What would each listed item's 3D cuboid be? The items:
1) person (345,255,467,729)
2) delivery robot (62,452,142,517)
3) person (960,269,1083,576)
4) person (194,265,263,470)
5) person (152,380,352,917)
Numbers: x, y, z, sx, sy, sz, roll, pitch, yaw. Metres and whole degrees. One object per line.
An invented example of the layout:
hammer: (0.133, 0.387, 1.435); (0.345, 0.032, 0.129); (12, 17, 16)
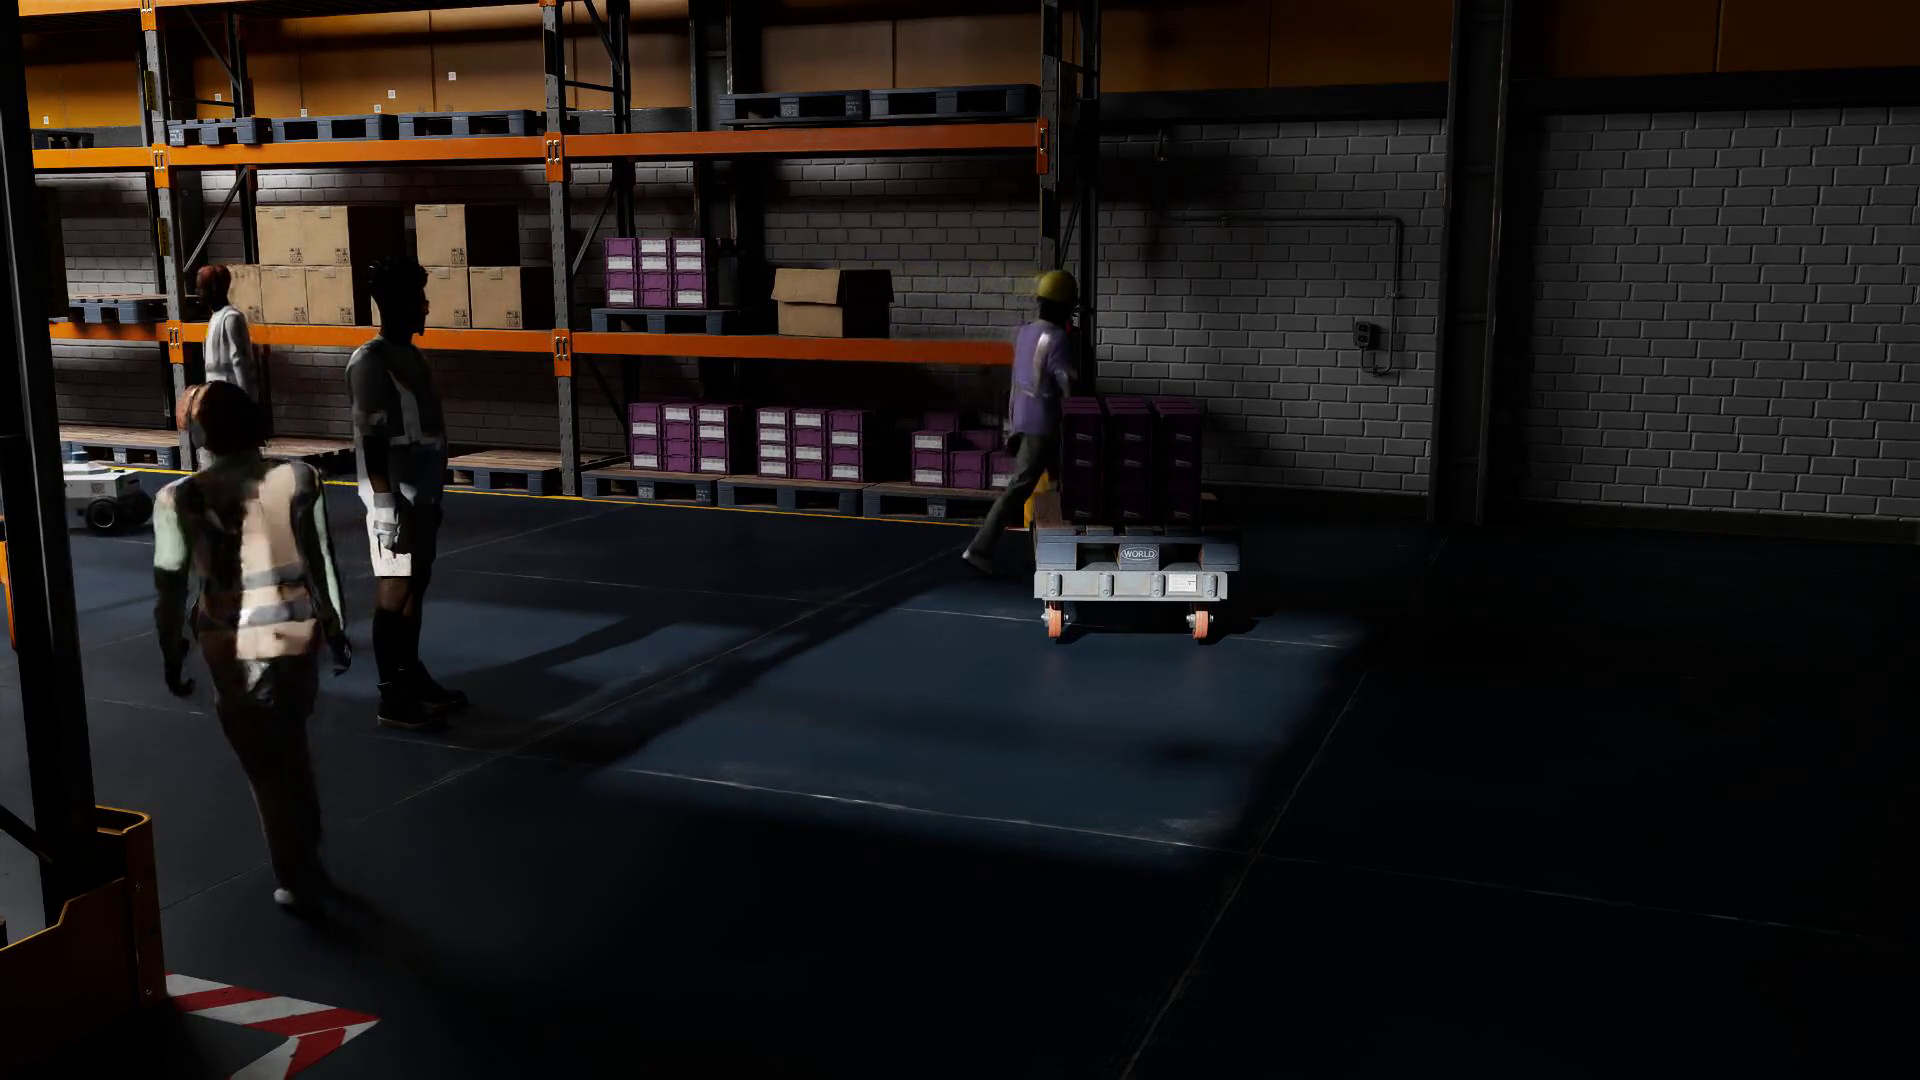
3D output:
person: (-2.329, -0.201, 6.987); (0.361, 1.964, 0.614); (0, 10, 0)
delivery robot: (-6.133, -0.374, 11.624); (0.707, 0.478, 0.477); (0, 10, -3)
person: (0.456, -0.707, 10.122); (1.042, 1.869, 0.581); (-4, 11, -19)
person: (-5.191, -0.970, 11.576); (0.787, 1.852, 0.602); (-6, 12, -30)
person: (-2.149, 0.322, 5.021); (0.618, 1.610, 0.532); (9, 14, 42)
